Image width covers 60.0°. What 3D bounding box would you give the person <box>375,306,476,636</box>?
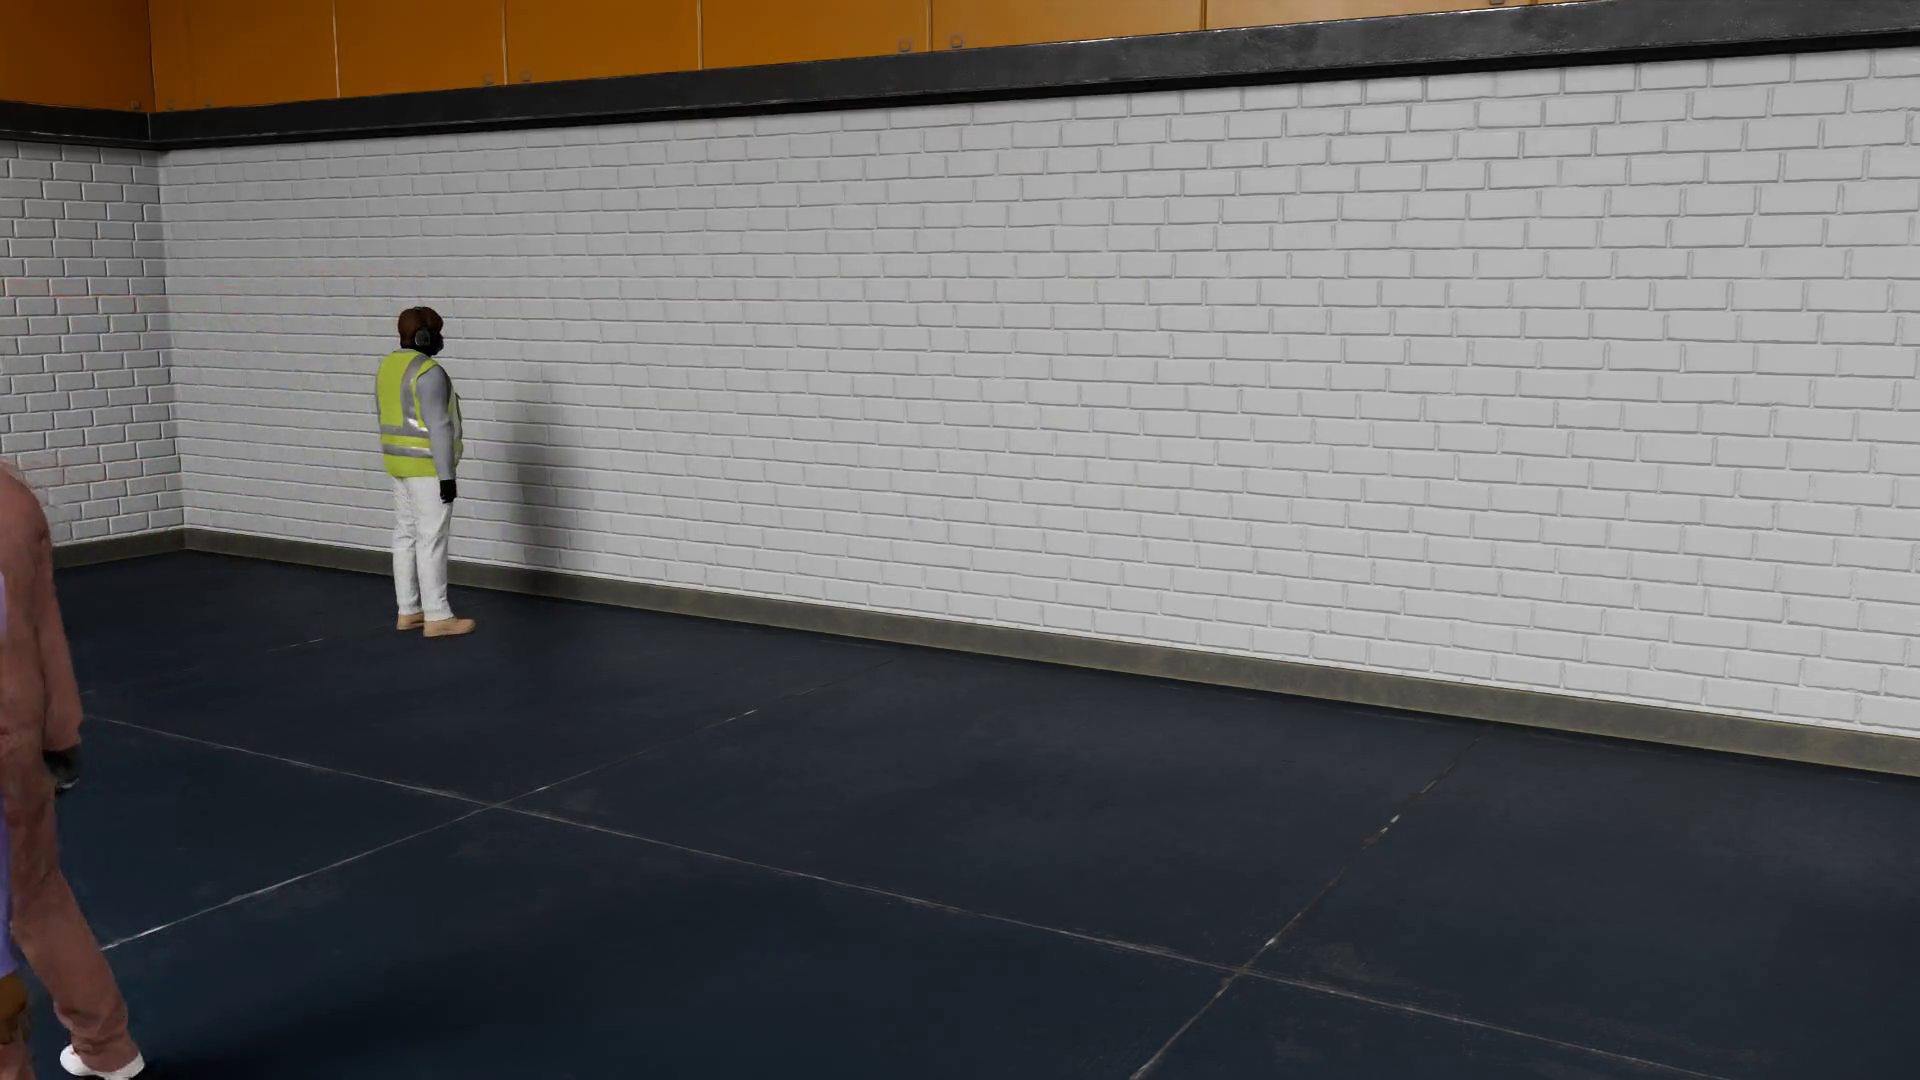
[{"bbox_3d":[-3.007,-0.386,9.349,0.633,1.841,0.429,9,13,44],"label":"person"}]

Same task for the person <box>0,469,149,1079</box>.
[{"bbox_3d":[-2.306,0.501,3.745,0.408,1.870,0.706,3,10,17],"label":"person"}]

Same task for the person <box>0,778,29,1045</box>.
[{"bbox_3d":[-1.864,0.614,2.567,0.632,2.010,0.887,7,11,36],"label":"person"}]
